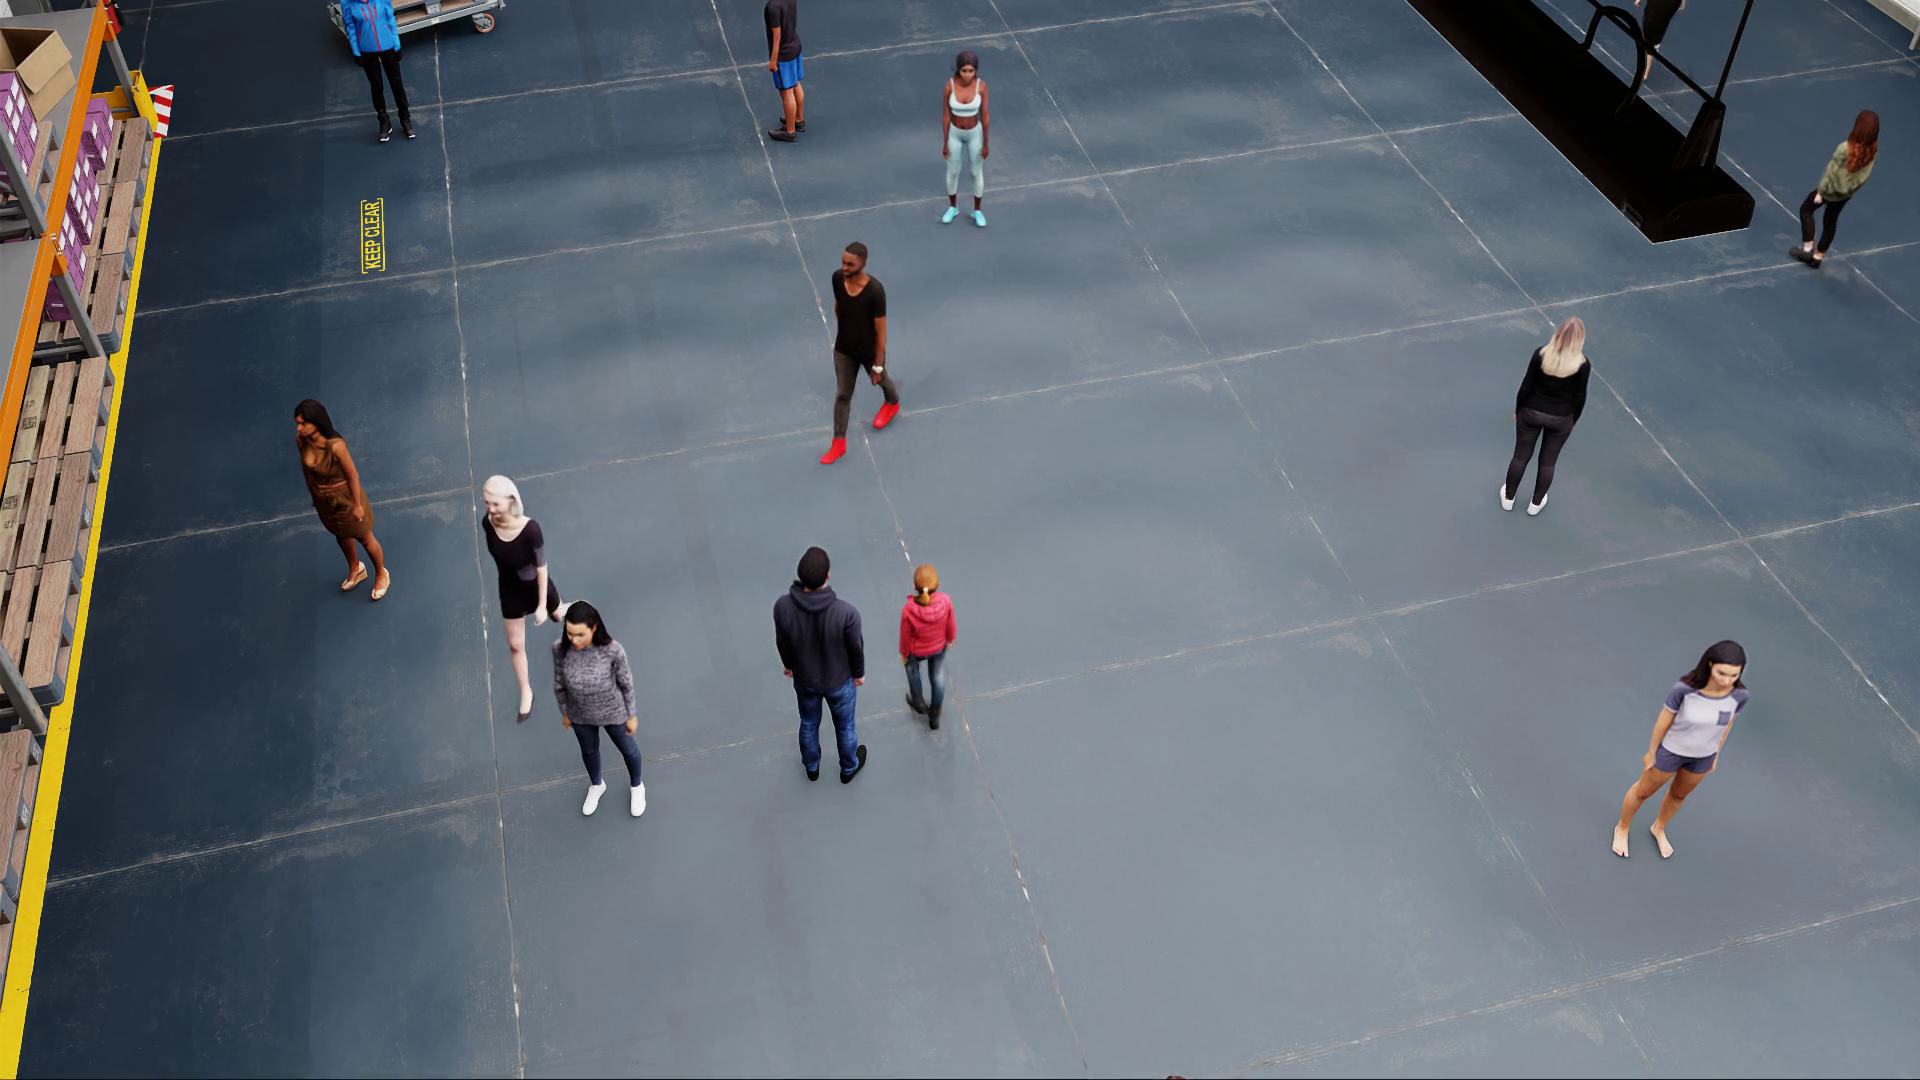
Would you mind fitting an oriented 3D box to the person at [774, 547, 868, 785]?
[{"bbox_3d":[-0.826,0.789,9.966,0.750,1.895,0.719,5,44,6],"label":"person"}]

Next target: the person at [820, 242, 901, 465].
[{"bbox_3d":[-0.674,-1.475,12.440,1.172,1.761,1.207,24,49,23],"label":"person"}]

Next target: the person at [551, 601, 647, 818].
[{"bbox_3d":[-2.137,0.993,9.870,0.674,1.732,0.633,3,44,3],"label":"person"}]

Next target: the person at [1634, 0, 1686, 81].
[{"bbox_3d":[7.050,-5.342,16.605,0.675,1.614,0.752,-2,44,-2],"label":"person"}]

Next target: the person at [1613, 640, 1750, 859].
[{"bbox_3d":[4.196,1.212,9.639,0.643,1.734,0.613,2,44,2],"label":"person"}]

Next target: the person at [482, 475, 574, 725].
[{"bbox_3d":[-2.695,0.258,10.601,0.953,1.788,1.240,8,44,9],"label":"person"}]

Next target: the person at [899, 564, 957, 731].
[{"bbox_3d":[-0.194,0.720,10.466,0.528,1.305,0.546,-10,45,-11],"label":"person"}]

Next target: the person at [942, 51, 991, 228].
[{"bbox_3d":[0.048,-3.528,14.627,0.667,1.717,0.694,4,44,4],"label":"person"}]

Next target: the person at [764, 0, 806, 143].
[{"bbox_3d":[-1.650,-4.645,15.740,0.766,1.799,0.685,14,45,14],"label":"person"}]

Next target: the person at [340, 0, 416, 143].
[{"bbox_3d":[-5.520,-4.651,15.747,0.616,1.797,0.513,-12,45,-12],"label":"person"}]

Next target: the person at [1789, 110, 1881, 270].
[{"bbox_3d":[7.529,-2.953,14.205,0.596,1.466,0.550,-10,45,-10],"label":"person"}]

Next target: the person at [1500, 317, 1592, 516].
[{"bbox_3d":[4.177,-0.874,11.864,0.692,1.686,0.728,16,46,17],"label":"person"}]

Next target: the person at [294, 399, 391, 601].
[{"bbox_3d":[-4.190,-0.275,11.232,0.646,1.690,0.679,15,46,16],"label":"person"}]
